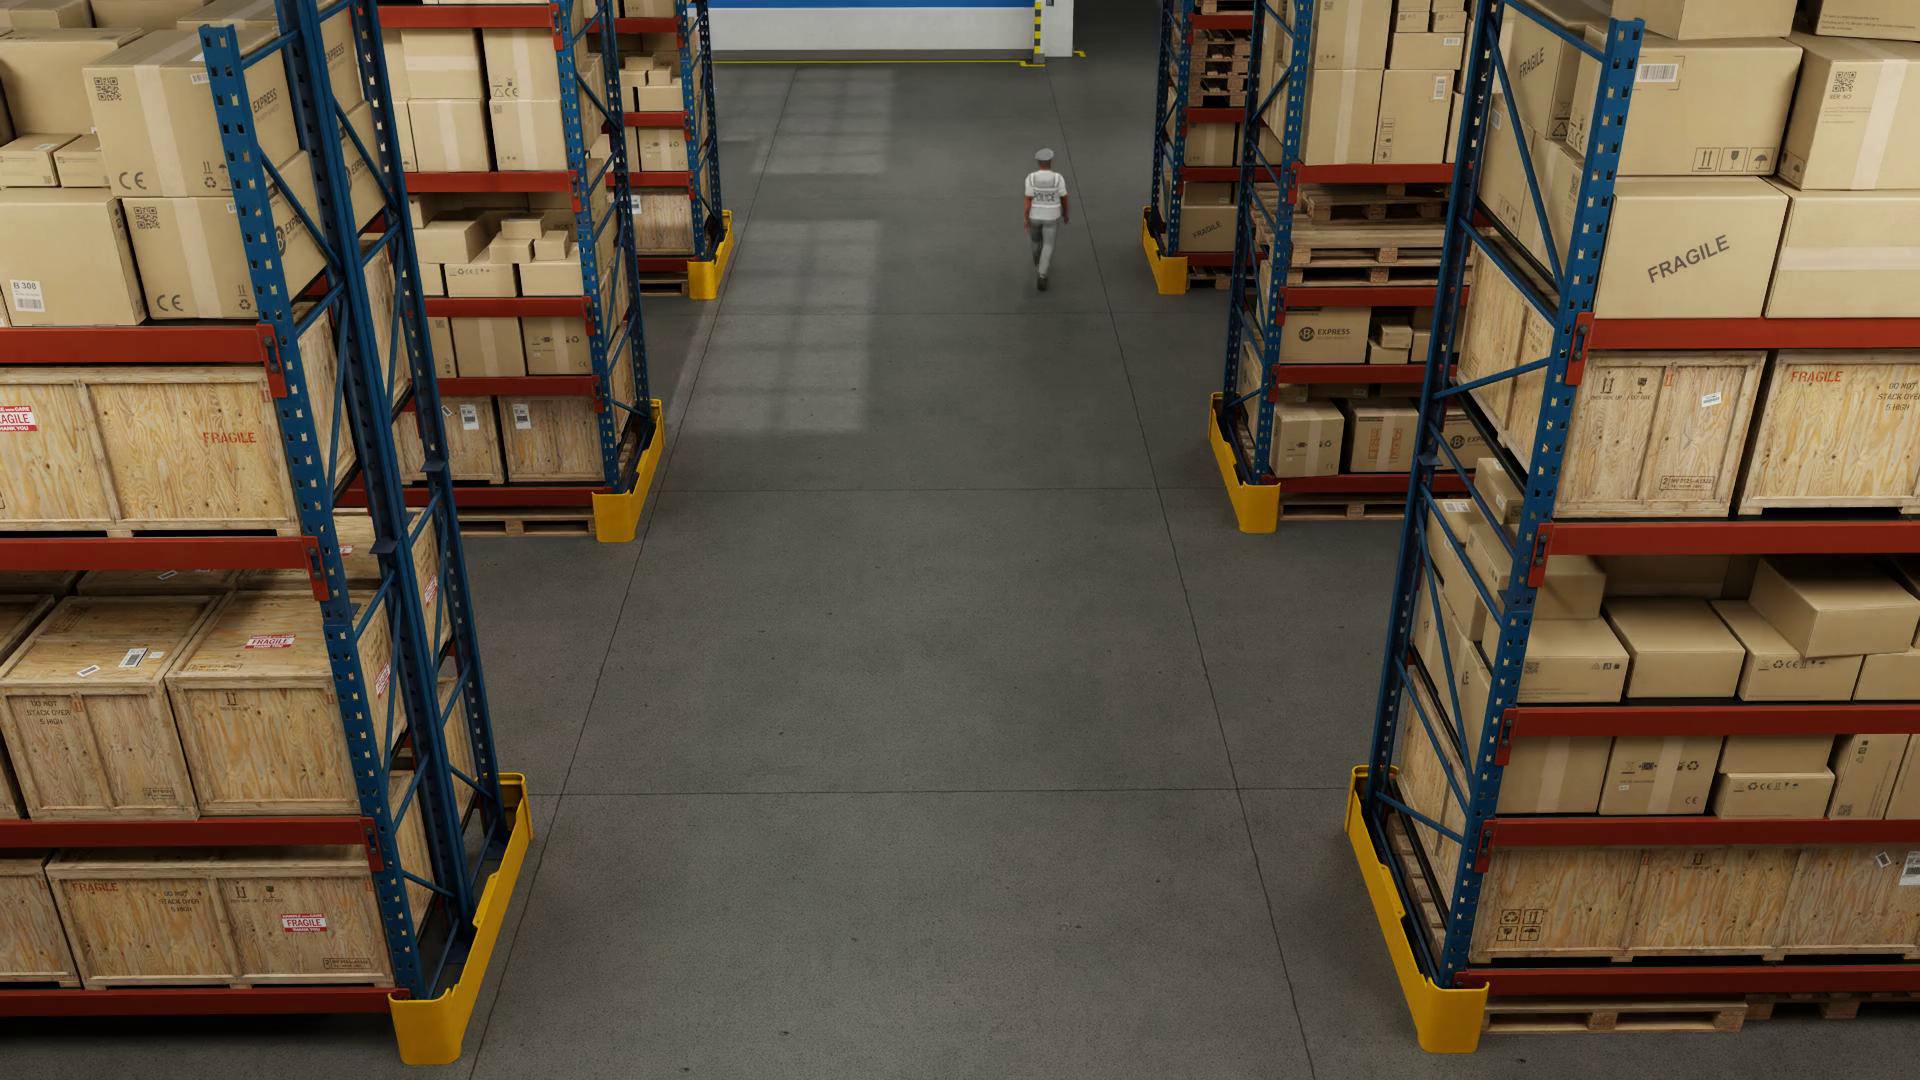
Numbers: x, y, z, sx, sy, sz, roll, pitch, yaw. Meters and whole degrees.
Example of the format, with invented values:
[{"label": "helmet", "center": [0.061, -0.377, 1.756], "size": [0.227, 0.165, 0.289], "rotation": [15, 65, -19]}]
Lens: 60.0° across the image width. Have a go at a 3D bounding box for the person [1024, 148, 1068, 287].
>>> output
[{"label": "person", "center": [1.136, -4.279, 21.864], "size": [0.553, 1.724, 1.045], "rotation": [5, 29, 10]}]
